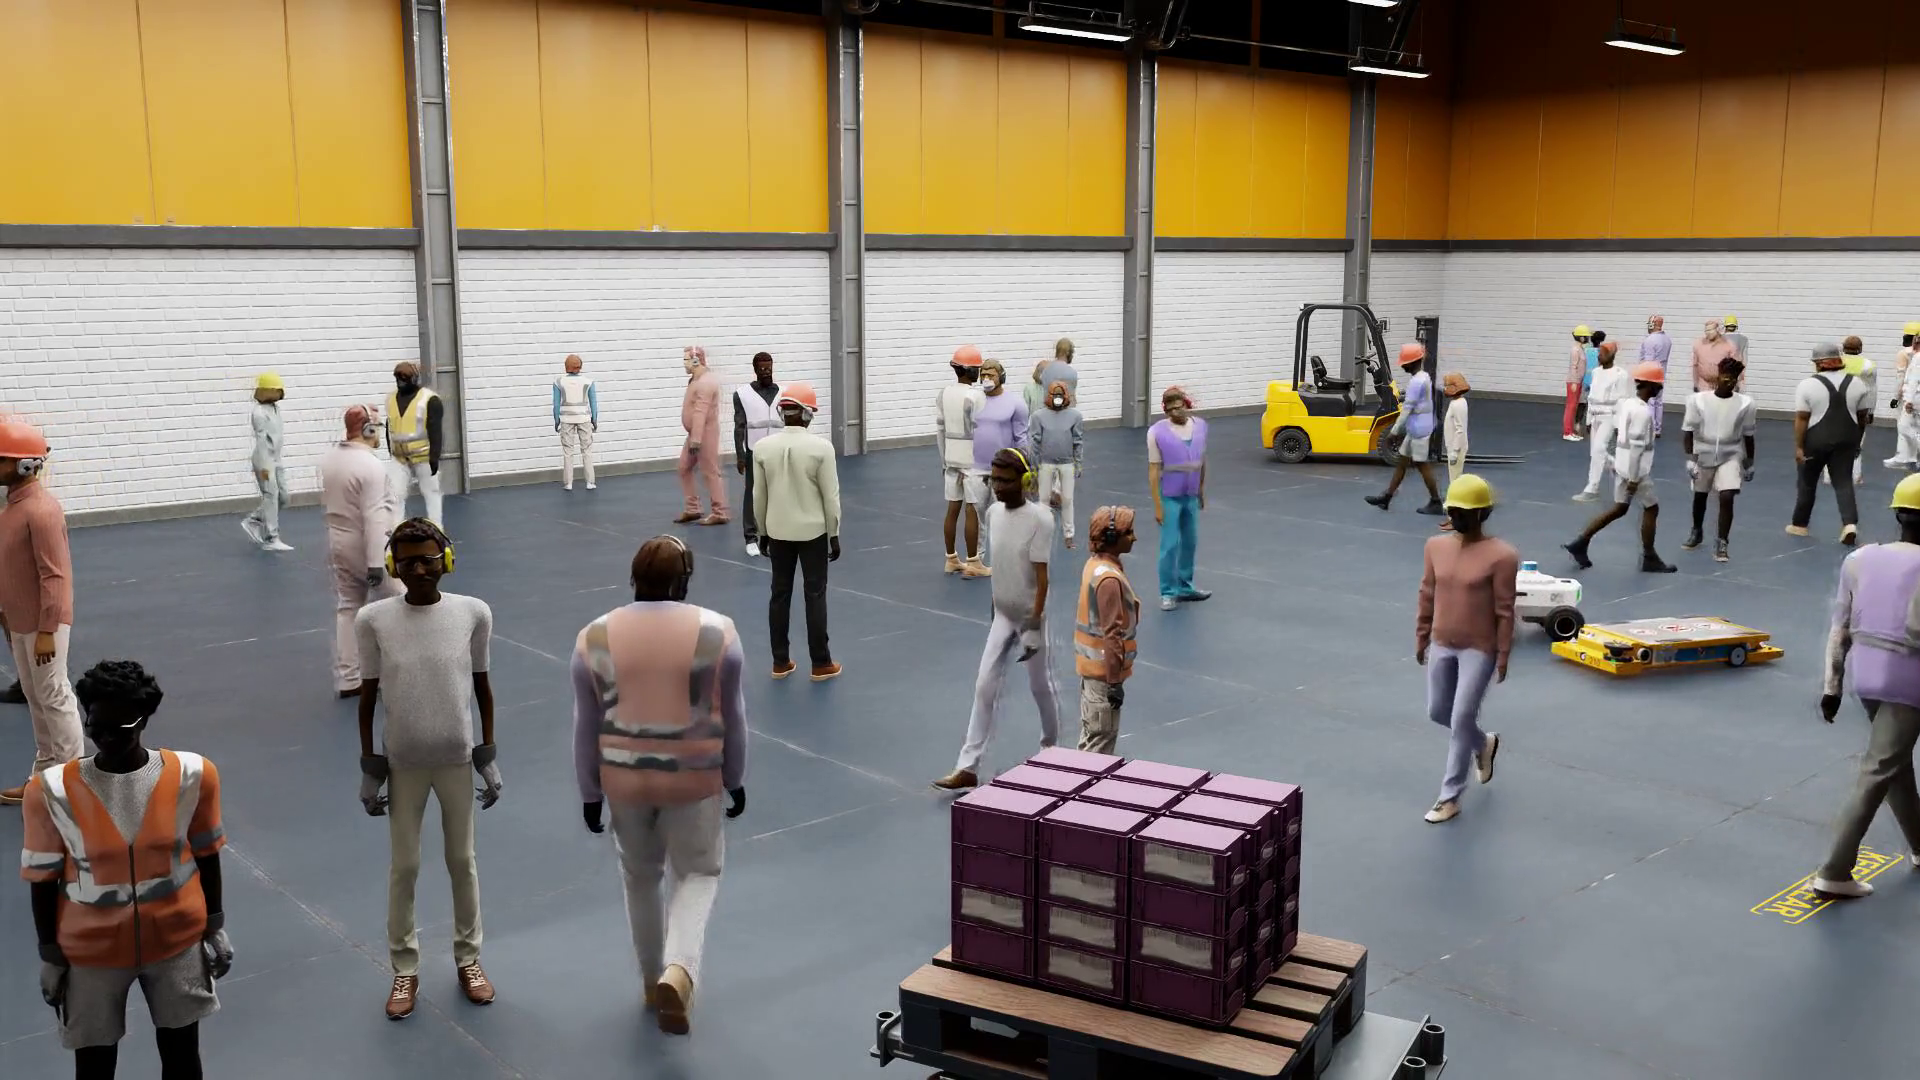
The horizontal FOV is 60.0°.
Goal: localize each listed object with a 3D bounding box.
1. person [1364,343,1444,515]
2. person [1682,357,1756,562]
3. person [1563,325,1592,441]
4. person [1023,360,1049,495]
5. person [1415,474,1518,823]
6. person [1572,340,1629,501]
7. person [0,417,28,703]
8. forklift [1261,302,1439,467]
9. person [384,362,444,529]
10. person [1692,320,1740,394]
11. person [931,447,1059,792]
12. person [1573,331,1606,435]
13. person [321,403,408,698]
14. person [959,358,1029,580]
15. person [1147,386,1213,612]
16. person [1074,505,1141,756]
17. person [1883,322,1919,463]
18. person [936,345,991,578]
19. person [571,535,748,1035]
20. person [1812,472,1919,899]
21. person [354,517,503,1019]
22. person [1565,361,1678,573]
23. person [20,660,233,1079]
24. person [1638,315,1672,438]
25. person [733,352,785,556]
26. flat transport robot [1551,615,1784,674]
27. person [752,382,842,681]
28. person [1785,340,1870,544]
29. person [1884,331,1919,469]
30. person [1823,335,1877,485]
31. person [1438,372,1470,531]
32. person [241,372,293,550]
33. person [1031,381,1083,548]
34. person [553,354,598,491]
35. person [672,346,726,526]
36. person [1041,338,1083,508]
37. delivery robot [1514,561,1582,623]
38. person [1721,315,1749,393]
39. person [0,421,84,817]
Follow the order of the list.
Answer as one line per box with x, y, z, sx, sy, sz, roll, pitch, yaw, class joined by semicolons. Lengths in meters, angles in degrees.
4.886;-1.197;18.090;0.877;1.868;0.567;3;10;15;person
7.127;-0.784;15.646;0.644;1.903;0.943;5;11;25;person
9.438;-2.400;25.423;0.329;1.764;0.526;6;11;31;person
0.973;-1.297;19.417;0.530;1.613;0.383;3;10;15;person
2.578;0.517;8.410;0.693;1.743;0.534;-8;13;-40;person
7.474;-1.372;19.158;0.806;1.859;0.585;-3;10;-15;person
-6.000;0.093;10.402;0.462;1.914;0.567;1;10;3;person
5.320;-2.157;22.763;2.313;2.155;1.214;3;10;16;forklift
-5.207;-0.754;15.663;0.654;1.814;0.790;2;10;14;person
11.465;-2.408;25.240;0.677;1.864;0.934;6;11;31;person
0.248;0.438;8.641;0.541;1.822;0.912;9;13;42;person
9.754;-2.394;25.712;0.547;1.668;0.617;6;11;32;person
-3.741;0.063;10.667;0.649;1.882;0.661;7;12;37;person
0.279;-0.607;14.433;0.627;1.940;0.370;3;10;19;person
1.768;-0.337;13.253;0.731;1.804;0.429;-7;12;-34;person
0.702;0.644;7.990;0.310;1.638;0.523;-1;10;-3;person
12.851;-1.986;22.534;0.591;1.930;0.357;-5;11;-26;person
0.060;-0.685;14.585;0.377;2.045;0.605;-9;13;-43;person
-1.088;0.893;6.020;0.632;1.817;0.696;0;10;-1;person
4.189;0.638;7.350;1.015;1.867;0.604;-3;10;-19;person
-1.974;0.834;6.202;0.513;1.872;0.328;-4;10;-22;person
5.921;-0.648;14.807;0.916;1.901;0.591;2;10;9;person
-2.372;1.164;4.776;0.530;1.696;0.321;-6;12;-32;person
10.671;-2.511;25.677;0.652;1.906;0.409;-8;13;-41;person
-1.860;-0.819;15.739;0.594;1.919;0.387;-7;12;-34;person
4.922;0.715;11.566;1.431;0.197;0.652;-3;10;-19;flat transport robot
-1.069;-0.052;11.052;0.611;1.985;0.393;3;10;17;person
8.604;-0.996;16.419;0.712;2.000;0.973;1;10;4;person
12.623;-1.845;21.942;0.575;1.856;0.643;7;12;34;person
10.959;-1.601;20.547;0.633;1.839;0.429;6;11;32;person
5.070;-0.906;17.079;0.283;1.632;0.507;3;10;14;person
-6.635;-0.746;15.888;0.494;1.727;0.499;1;10;4;person
0.930;-0.723;16.031;0.501;1.626;0.277;0;10;0;person
-4.619;-1.405;19.987;0.522;1.638;0.310;-2;10;-13;person
-2.768;-1.075;17.329;0.674;1.881;0.659;-4;10;-21;person
1.123;-1.293;18.538;0.443;1.909;0.645;-6;11;-32;person
4.205;0.401;12.310;0.707;0.478;0.477;2;10;10;delivery robot
12.806;-2.829;27.757;0.591;1.833;0.403;1;10;8;person
-4.676;0.396;8.395;0.375;1.997;0.612;-9;13;-43;person
